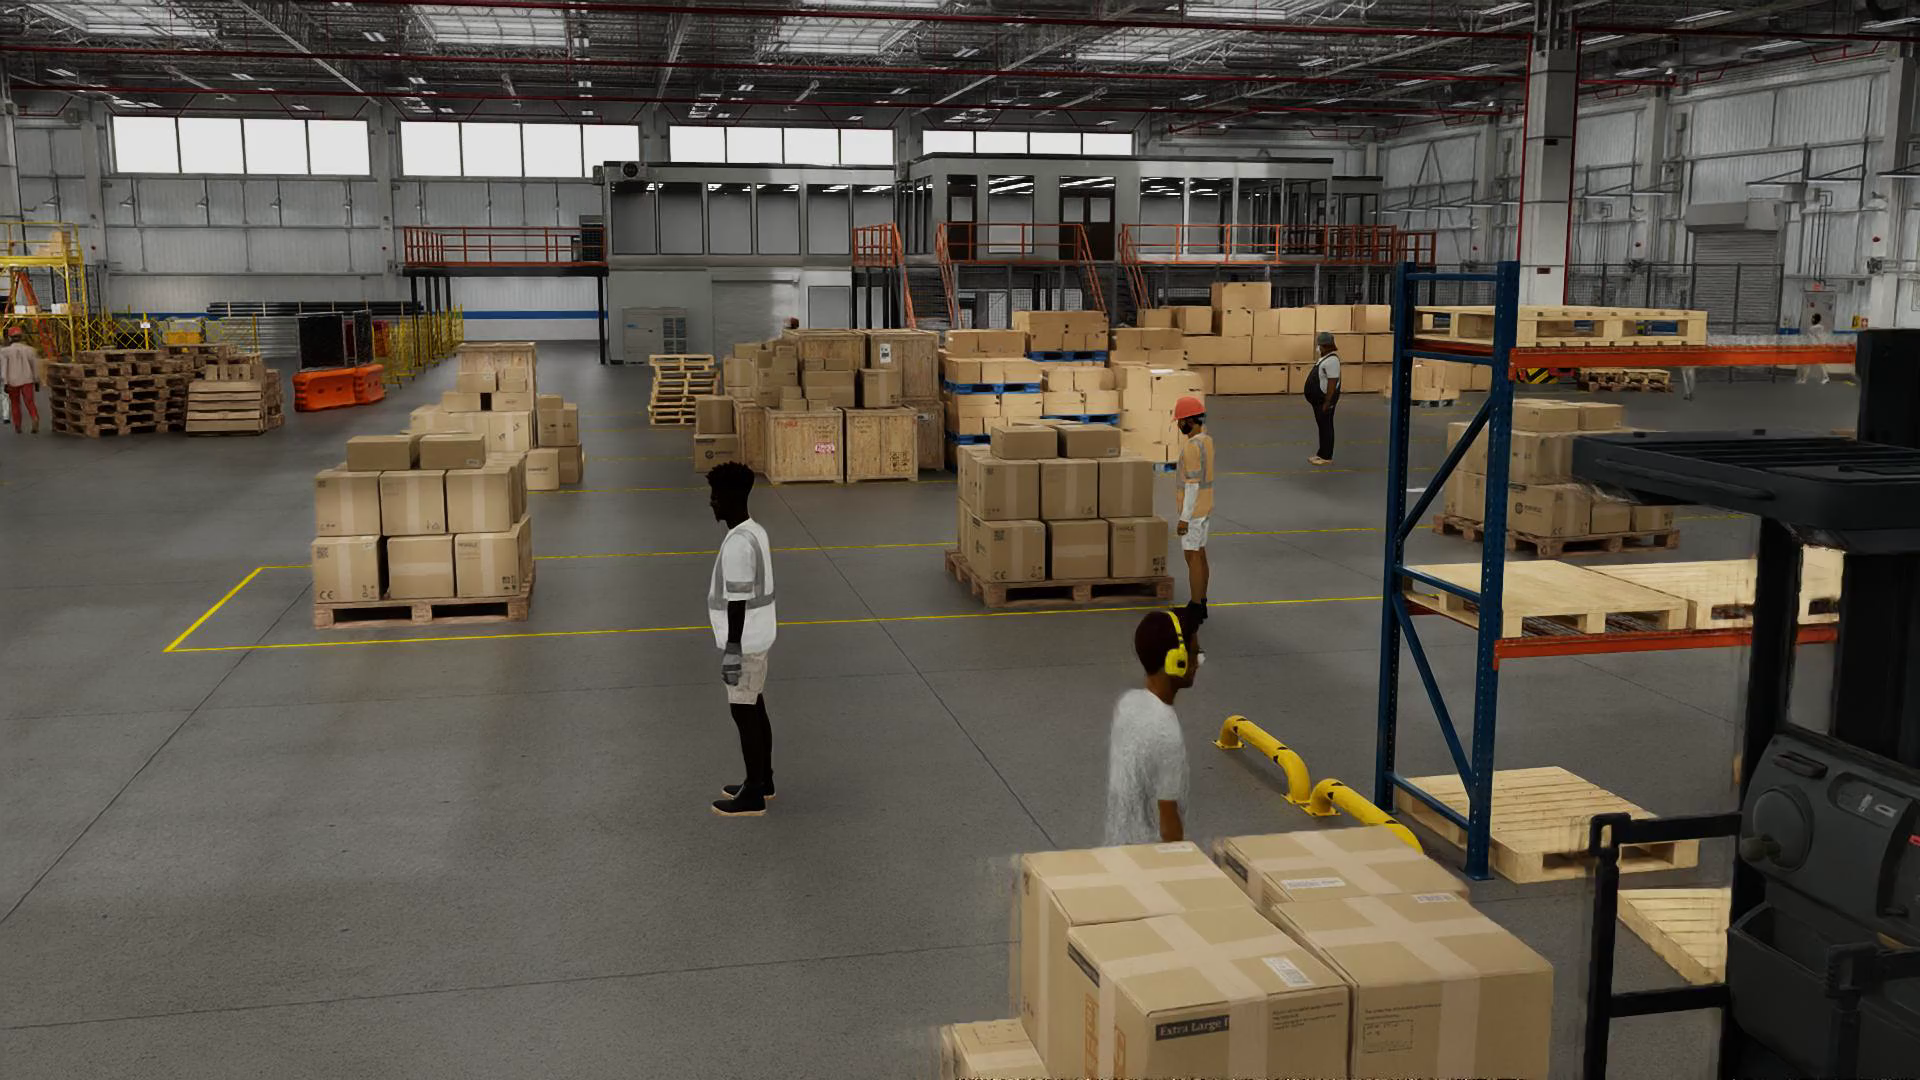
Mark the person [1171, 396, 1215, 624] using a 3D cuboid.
[{"bbox_3d":[1.948,-0.251,14.049,0.369,1.929,0.542,4,10,21],"label":"person"}]

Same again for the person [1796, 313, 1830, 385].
[{"bbox_3d":[22.056,-4.911,42.790,0.532,1.827,0.966,-3,10,-19],"label":"person"}]

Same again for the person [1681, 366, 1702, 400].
[{"bbox_3d":[16.476,-4.120,37.657,0.748,1.921,0.617,-8,12,-39],"label":"person"}]

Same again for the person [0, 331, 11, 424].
[{"bbox_3d":[-18.401,-3.118,31.877,0.613,1.813,0.498,-4,10,-21],"label":"person"}]

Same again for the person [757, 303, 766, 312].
[{"bbox_3d":[-6.734,-6.967,55.075,0.785,1.881,0.673,-6,11,-34],"label":"person"}]

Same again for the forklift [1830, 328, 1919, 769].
[{"bbox_3d":[2.870,0.817,4.644,1.873,2.768,1.129,-2,10,-12],"label":"forklift"}]

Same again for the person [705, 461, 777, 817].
[{"bbox_3d":[-1.199,0.540,9.158,0.371,1.958,0.598,0,9,-1],"label":"person"}]

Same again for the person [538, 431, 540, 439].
[{"bbox_3d":[-7.254,-2.352,27.448,0.602,1.728,0.494,1,9,7],"label":"person"}]

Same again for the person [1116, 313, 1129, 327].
[{"bbox_3d":[4.193,-4.900,42.639,0.343,1.847,0.507,-9,13,-43],"label":"person"}]

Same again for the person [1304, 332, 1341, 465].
[{"bbox_3d":[5.509,-2.157,25.327,0.539,2.000,0.688,1,9,4],"label":"person"}]

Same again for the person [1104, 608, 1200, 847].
[{"bbox_3d":[0.687,1.151,5.766,0.499,1.867,0.585,-2,9,-10],"label":"person"}]

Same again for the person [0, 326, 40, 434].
[{"bbox_3d":[-16.809,-2.852,29.798,0.811,1.968,0.623,9,13,44],"label":"person"}]

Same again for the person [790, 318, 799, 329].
[{"bbox_3d":[-3.742,-4.088,37.642,0.715,1.858,0.595,5,10,27],"label":"person"}]
